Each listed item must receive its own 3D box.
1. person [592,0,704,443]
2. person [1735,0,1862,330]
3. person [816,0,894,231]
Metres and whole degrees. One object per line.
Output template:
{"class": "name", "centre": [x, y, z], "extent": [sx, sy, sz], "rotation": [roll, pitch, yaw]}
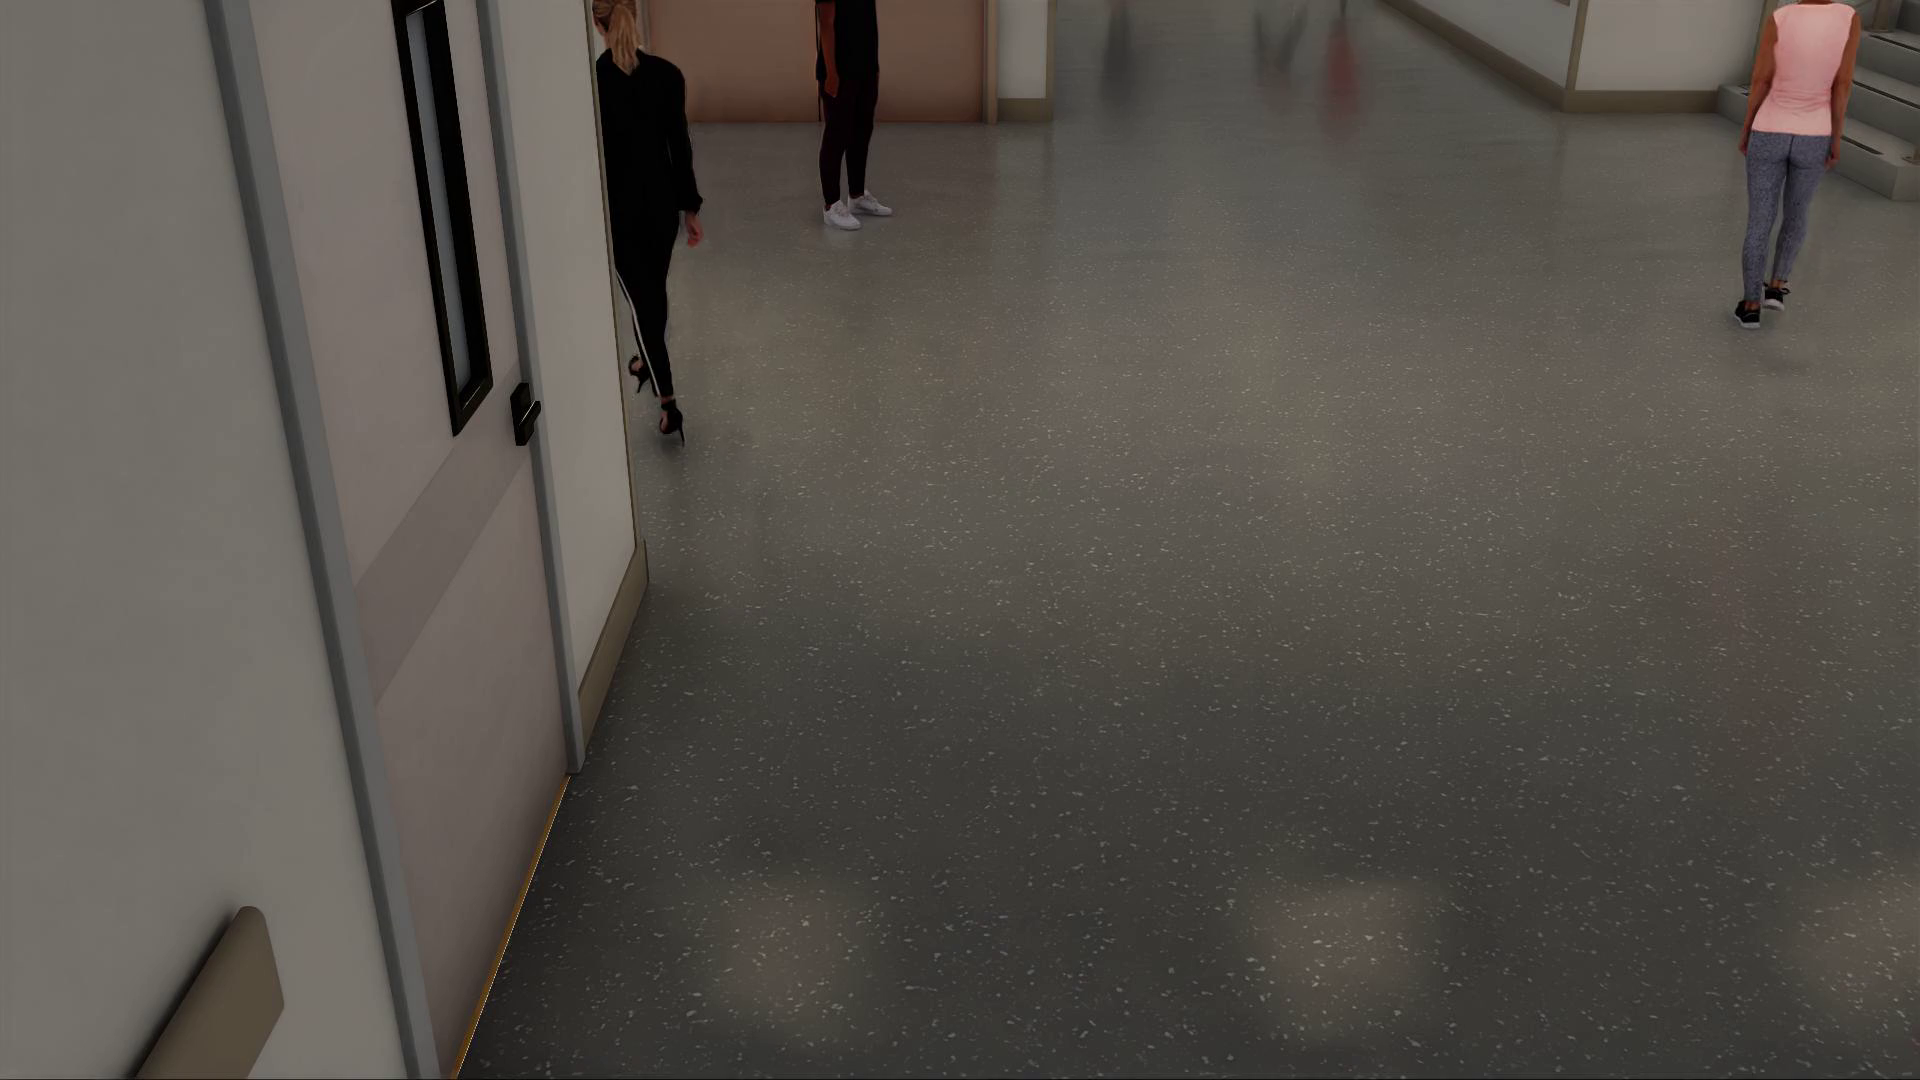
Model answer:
{"class": "person", "centre": [-1.176, -1.166, 6.209], "extent": [1.028, 1.675, 0.987], "rotation": [-13, 29, -25]}
{"class": "person", "centre": [3.710, -1.768, 7.407], "extent": [0.595, 1.718, 0.698], "rotation": [8, 27, 16]}
{"class": "person", "centre": [-0.615, -2.653, 9.164], "extent": [0.732, 1.785, 0.719], "rotation": [14, 29, 27]}
